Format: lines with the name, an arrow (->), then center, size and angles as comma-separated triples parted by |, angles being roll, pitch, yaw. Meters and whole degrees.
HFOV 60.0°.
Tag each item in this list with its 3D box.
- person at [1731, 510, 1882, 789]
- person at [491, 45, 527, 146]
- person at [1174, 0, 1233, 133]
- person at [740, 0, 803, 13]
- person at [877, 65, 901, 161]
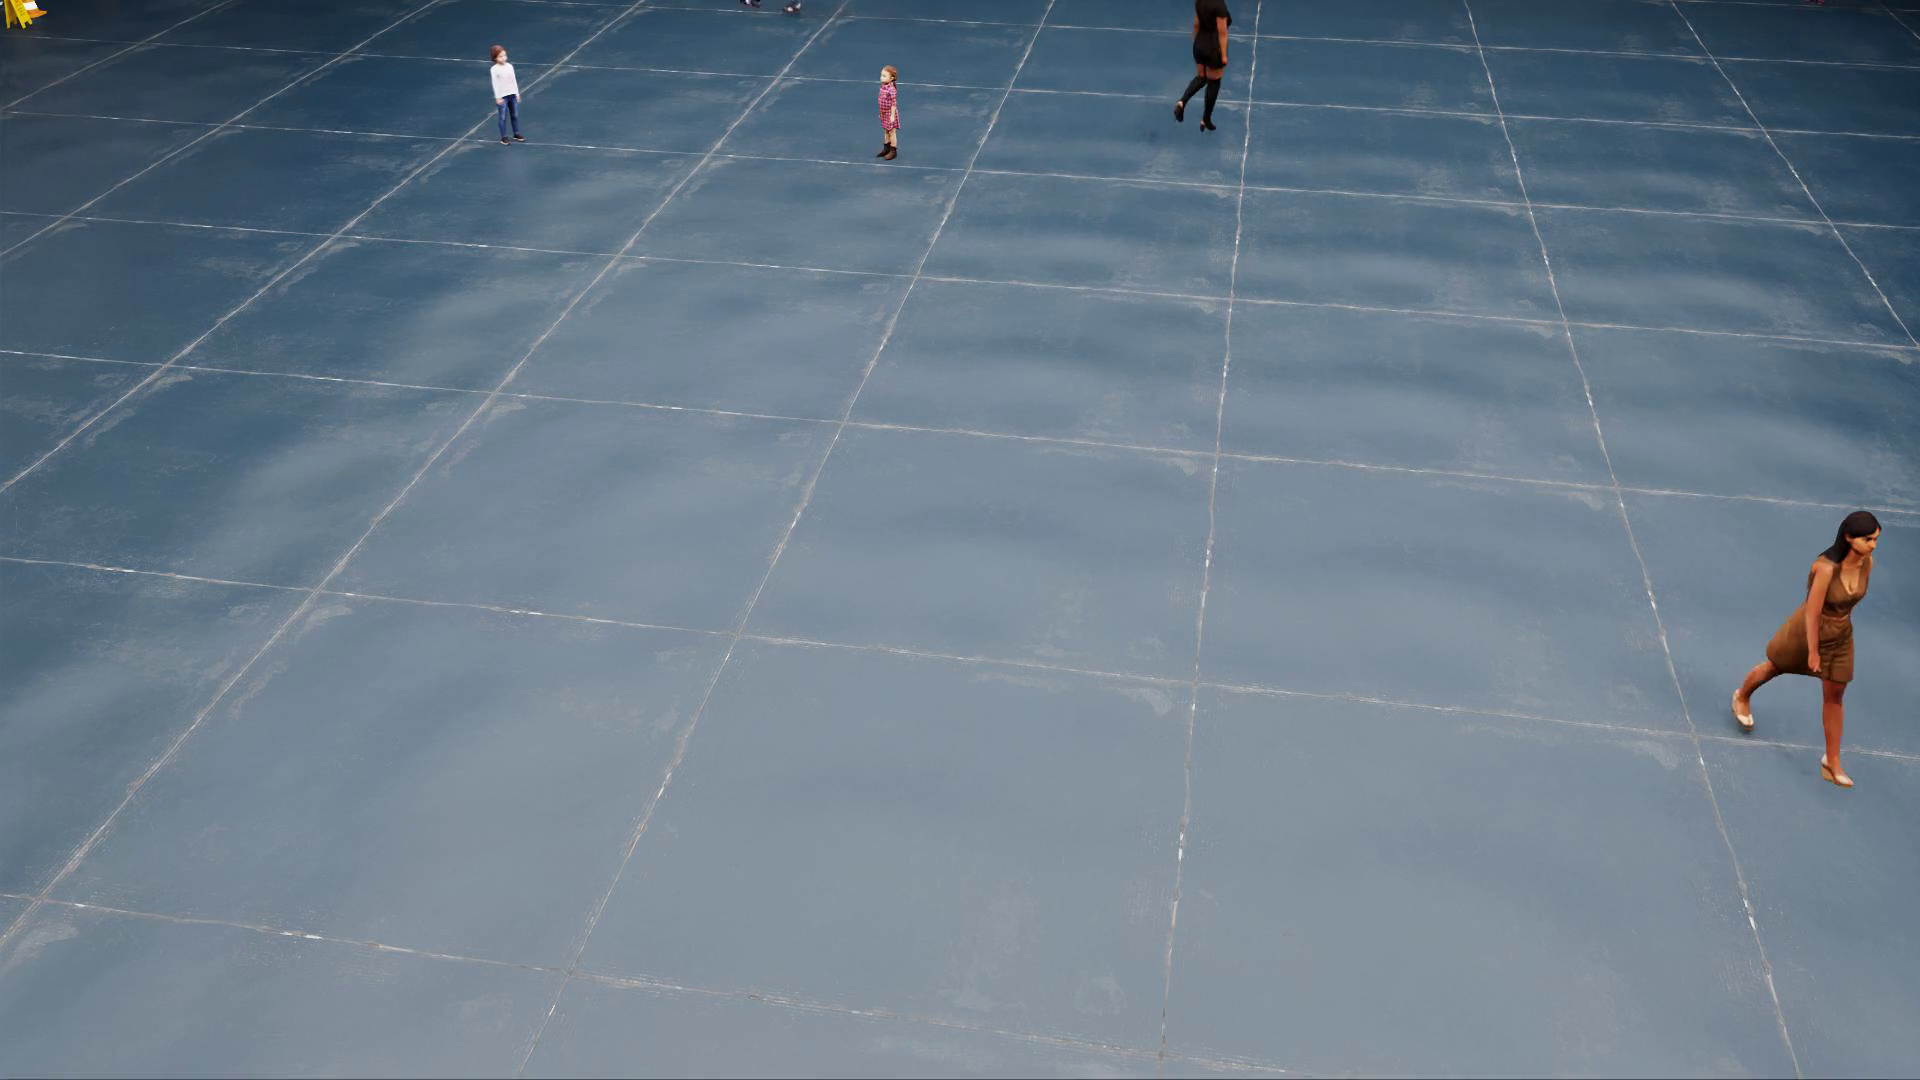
person -> 4.841, 0.540, 9.553 | 1.120, 1.635, 0.974 | -10, 34, -15
person -> -5.185, -5.091, 18.971 | 0.586, 1.110, 0.535 | 27, 41, 36
person -> 2.781, -5.552, 19.018 | 0.966, 1.839, 0.889 | -16, 36, -24
person -> -2.561, -8.338, 23.455 | 1.176, 1.816, 0.693 | 7, 33, 11
person -> -0.794, -4.781, 18.560 | 0.562, 1.024, 0.500 | -21, 38, -30
